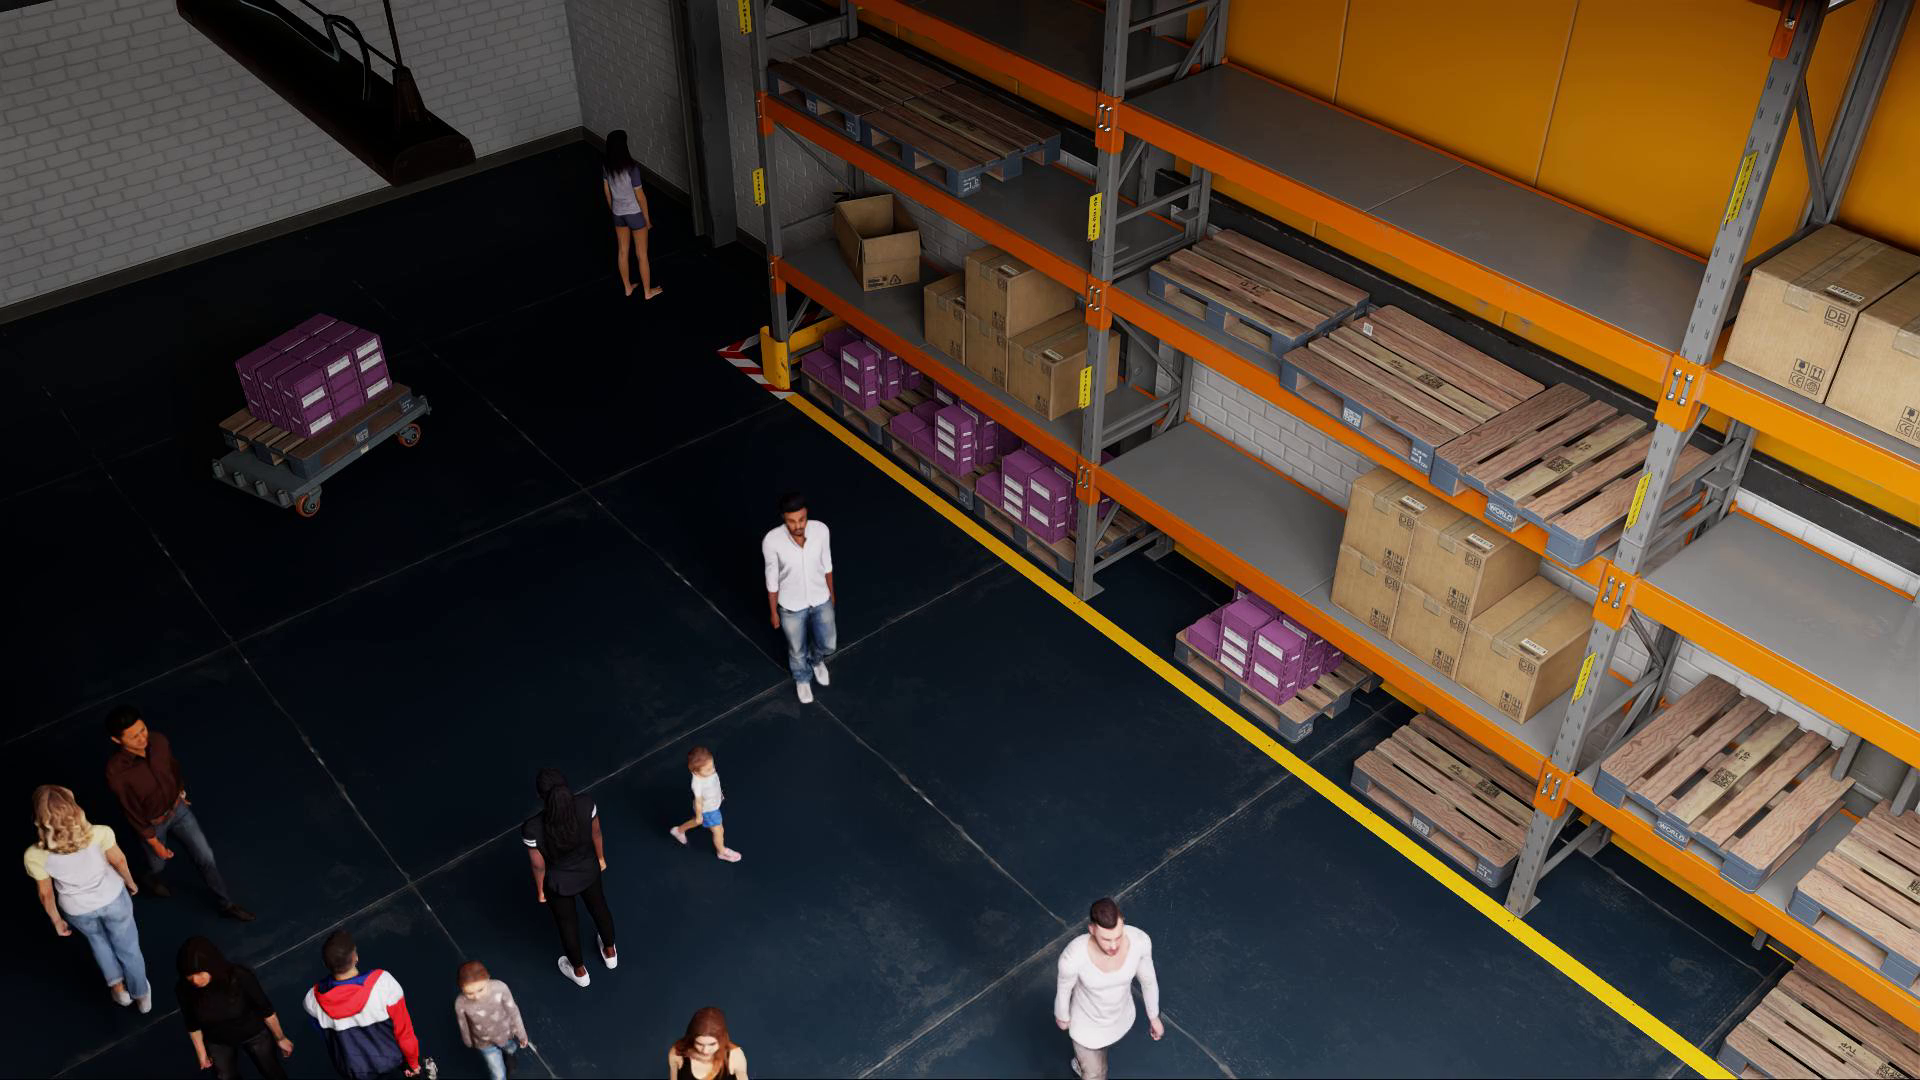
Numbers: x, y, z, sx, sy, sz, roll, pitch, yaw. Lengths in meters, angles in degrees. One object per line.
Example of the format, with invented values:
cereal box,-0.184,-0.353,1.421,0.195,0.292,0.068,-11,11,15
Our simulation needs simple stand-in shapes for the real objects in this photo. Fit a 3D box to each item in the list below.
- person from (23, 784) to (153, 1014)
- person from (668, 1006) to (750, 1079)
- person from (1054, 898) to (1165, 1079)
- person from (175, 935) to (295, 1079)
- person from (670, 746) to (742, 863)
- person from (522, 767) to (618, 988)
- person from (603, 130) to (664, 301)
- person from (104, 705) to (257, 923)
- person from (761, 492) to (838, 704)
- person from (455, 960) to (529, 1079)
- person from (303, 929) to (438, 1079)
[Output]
person,-4.888,2.121,9.451,0.695,1.706,0.701,-18,42,-21
person,-1.237,2.883,8.489,0.897,1.716,0.943,5,39,6
person,0.732,2.481,8.931,0.915,1.793,1.183,-15,41,-17
person,-3.849,2.626,8.873,0.786,1.639,0.768,-15,41,-18
person,-1.657,1.663,10.588,0.740,1.003,0.657,4,39,5
person,-2.259,1.939,9.660,0.601,1.729,0.569,-26,46,-29
person,-3.188,-3.133,16.007,0.597,1.734,0.718,15,41,18
person,-4.888,1.665,9.993,1.187,1.741,0.913,18,42,21
person,-1.114,0.339,11.607,0.749,1.800,0.770,-12,40,-15
person,-2.571,2.675,9.181,0.594,1.178,0.856,-18,42,-21
person,-3.058,2.751,8.642,0.904,1.730,1.083,-11,40,-13
